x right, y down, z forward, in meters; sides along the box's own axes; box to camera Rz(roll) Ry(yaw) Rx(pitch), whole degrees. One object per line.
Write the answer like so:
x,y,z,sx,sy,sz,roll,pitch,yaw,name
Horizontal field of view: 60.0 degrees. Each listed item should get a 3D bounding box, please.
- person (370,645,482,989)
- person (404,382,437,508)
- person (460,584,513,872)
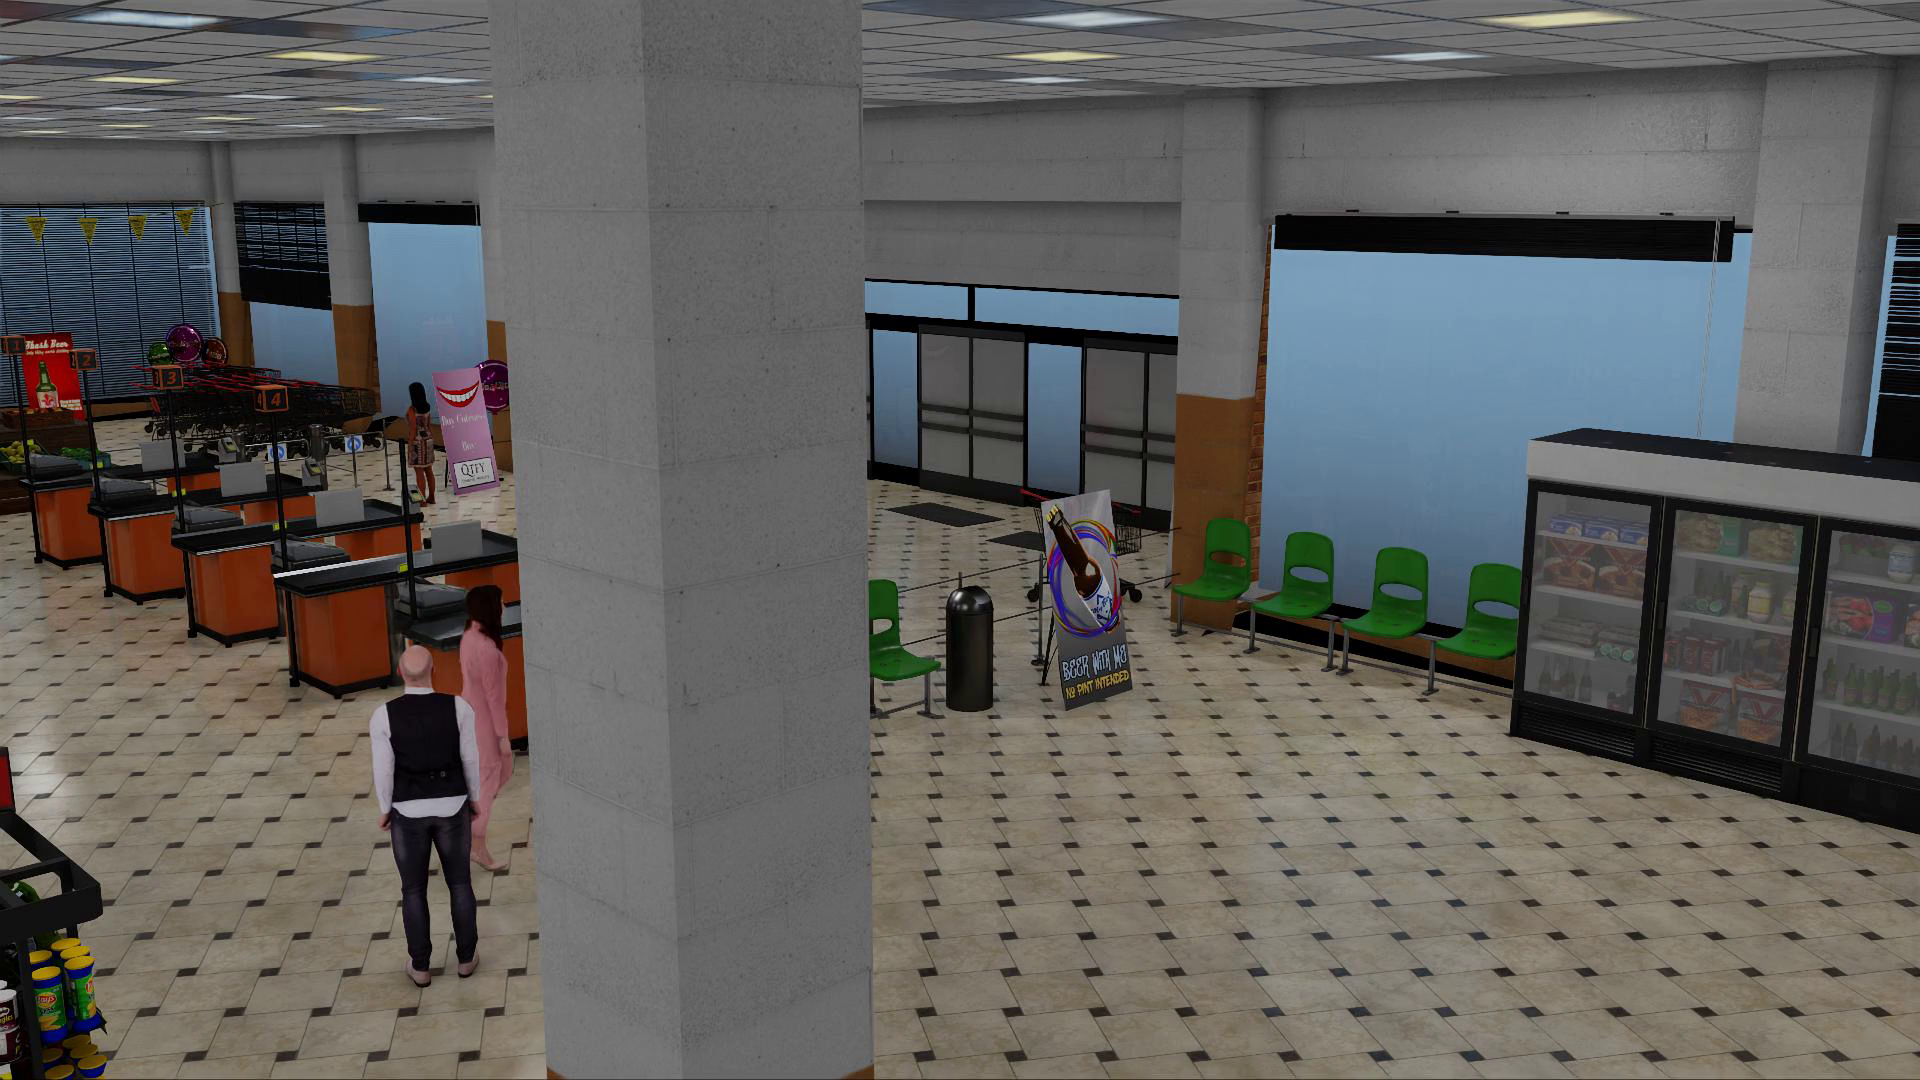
-2.784,1.433,8.724,0.678,1.823,0.830,-5,13,-22,person
-7.137,-1.257,22.003,0.784,1.615,0.643,4,12,17,person
-2.986,1.170,10.062,0.738,1.786,0.706,-6,13,-25,person
